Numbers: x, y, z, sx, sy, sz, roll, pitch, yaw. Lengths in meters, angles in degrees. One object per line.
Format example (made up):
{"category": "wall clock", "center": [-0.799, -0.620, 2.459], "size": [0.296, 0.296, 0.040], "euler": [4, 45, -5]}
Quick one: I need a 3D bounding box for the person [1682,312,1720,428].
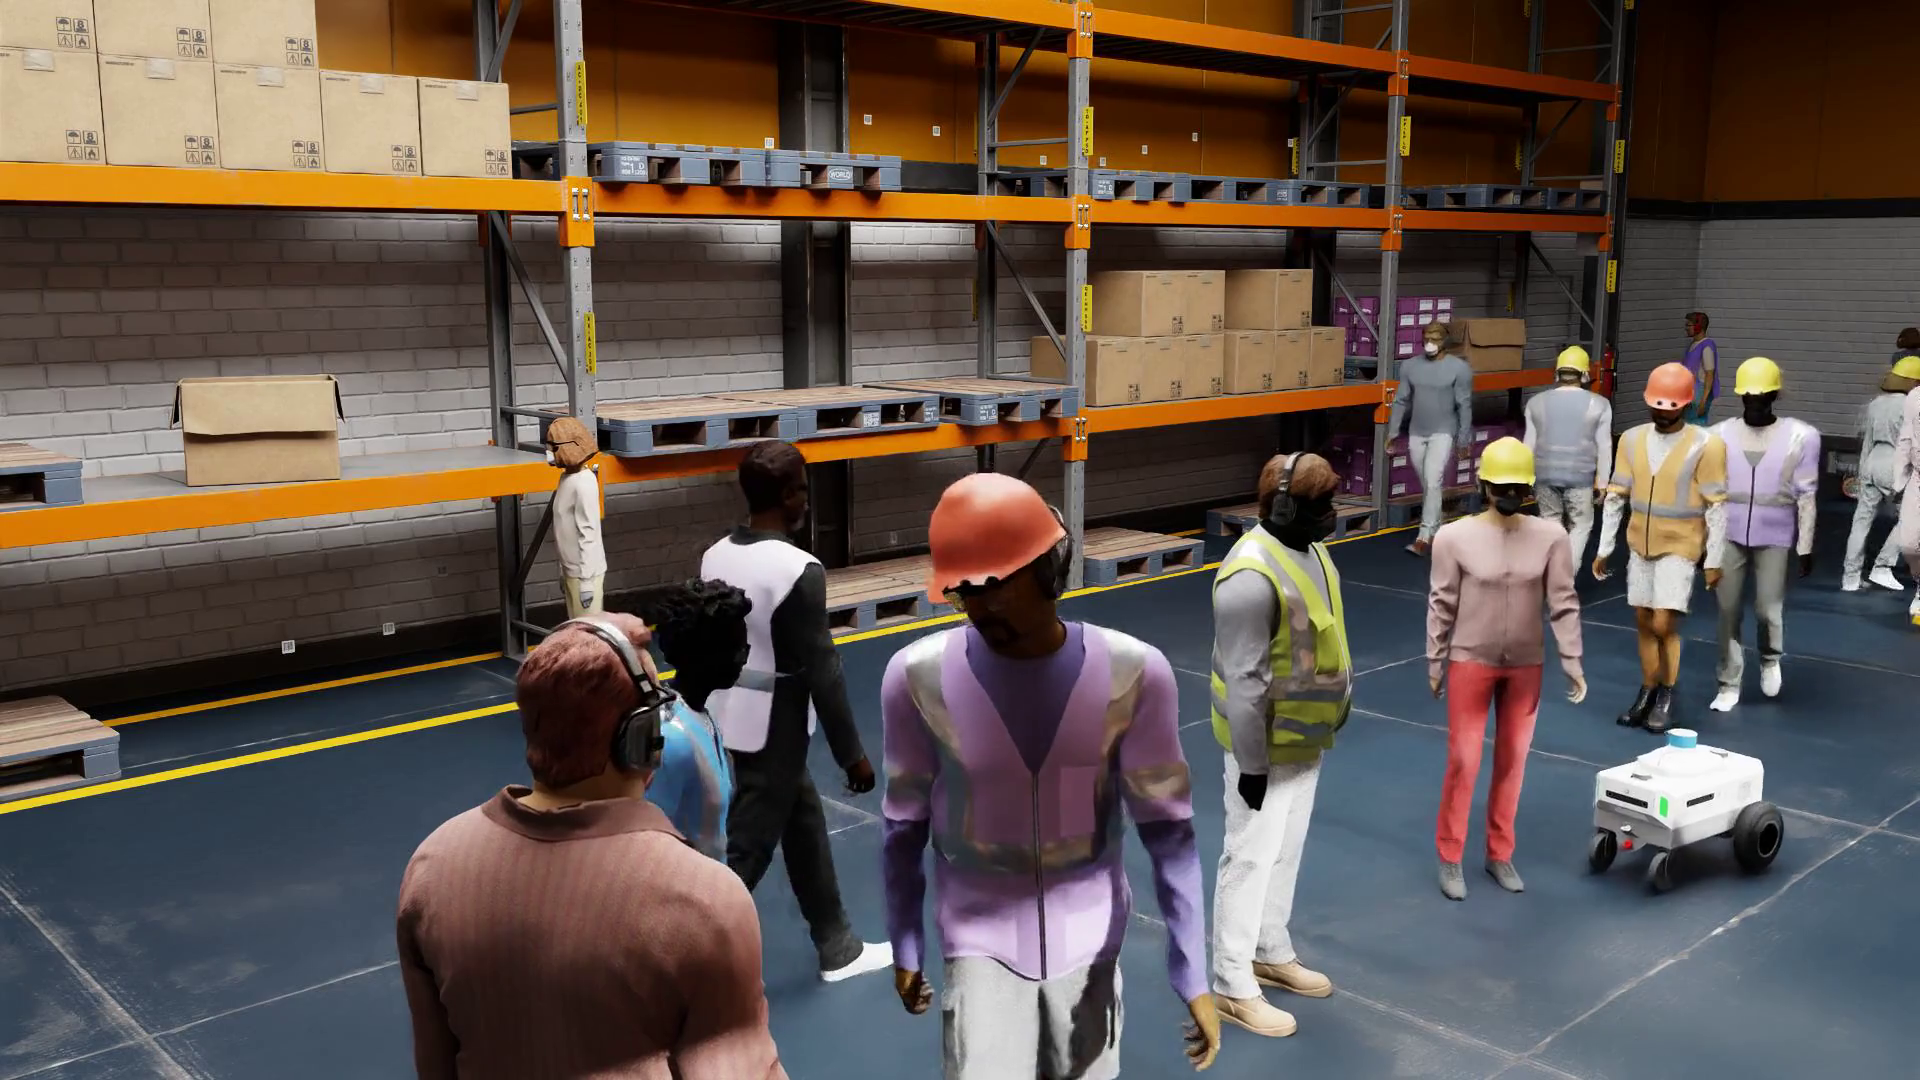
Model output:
{"category": "person", "center": [7.857, -1.499, 17.699], "size": [0.396, 1.841, 0.565], "euler": [1, 10, 7]}

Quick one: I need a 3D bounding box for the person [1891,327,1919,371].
{"category": "person", "center": [10.837, -1.632, 19.133], "size": [0.514, 1.619, 0.518], "euler": [-2, 10, -10]}

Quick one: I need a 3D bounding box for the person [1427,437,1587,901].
{"category": "person", "center": [2.065, 0.485, 6.330], "size": [0.541, 1.760, 0.396], "euler": [0, 10, -3]}

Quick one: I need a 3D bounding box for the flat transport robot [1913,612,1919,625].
{"category": "flat transport robot", "center": [6.990, 0.469, 10.769], "size": [1.431, 0.197, 0.652], "euler": [-4, 10, -20]}

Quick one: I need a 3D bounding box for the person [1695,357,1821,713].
{"category": "person", "center": [4.246, -0.028, 8.897], "size": [0.603, 1.907, 0.506], "euler": [7, 12, 37]}

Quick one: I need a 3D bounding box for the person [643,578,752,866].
{"category": "person", "center": [-0.713, 0.918, 4.064], "size": [0.613, 1.650, 0.554], "euler": [-1, 10, -7]}

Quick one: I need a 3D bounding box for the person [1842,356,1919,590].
{"category": "person", "center": [6.688, -0.464, 11.989], "size": [0.526, 1.709, 0.595], "euler": [-2, 10, -12]}

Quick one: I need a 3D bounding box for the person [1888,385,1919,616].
{"category": "person", "center": [6.393, -0.343, 10.773], "size": [0.461, 1.892, 0.667], "euler": [-8, 13, -41]}

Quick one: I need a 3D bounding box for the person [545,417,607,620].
{"category": "person", "center": [-1.940, 0.188, 8.456], "size": [0.277, 1.628, 0.500], "euler": [-4, 10, -22]}

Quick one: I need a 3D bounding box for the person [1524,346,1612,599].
{"category": "person", "center": [4.221, -0.444, 11.608], "size": [0.595, 1.815, 0.546], "euler": [5, 11, 29]}

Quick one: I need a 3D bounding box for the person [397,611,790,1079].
{"category": "person", "center": [-0.522, 1.051, 2.576], "size": [0.639, 1.909, 0.409], "euler": [4, 11, 24]}

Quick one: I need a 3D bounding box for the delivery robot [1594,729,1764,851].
{"category": "delivery robot", "center": [2.851, 0.993, 6.594], "size": [0.707, 0.478, 0.477], "euler": [-6, 12, -33]}

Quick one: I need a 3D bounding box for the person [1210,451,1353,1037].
{"category": "person", "center": [1.016, 0.630, 5.268], "size": [0.430, 1.835, 0.628], "euler": [6, 11, 30]}

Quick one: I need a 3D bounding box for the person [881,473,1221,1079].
{"category": "person", "center": [0.177, 0.861, 3.392], "size": [0.653, 2.003, 0.757], "euler": [-1, 10, -5]}

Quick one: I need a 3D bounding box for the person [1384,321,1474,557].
{"category": "person", "center": [3.780, -0.819, 13.557], "size": [0.918, 1.900, 0.636], "euler": [-9, 13, -43]}

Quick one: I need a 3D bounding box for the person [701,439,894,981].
{"category": "person", "center": [-0.619, 0.616, 5.258], "size": [1.013, 1.873, 0.591], "euler": [-6, 11, -32]}

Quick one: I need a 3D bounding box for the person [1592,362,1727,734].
{"category": "person", "center": [3.547, 0.049, 8.431], "size": [0.489, 1.905, 0.581], "euler": [-7, 12, -34]}
